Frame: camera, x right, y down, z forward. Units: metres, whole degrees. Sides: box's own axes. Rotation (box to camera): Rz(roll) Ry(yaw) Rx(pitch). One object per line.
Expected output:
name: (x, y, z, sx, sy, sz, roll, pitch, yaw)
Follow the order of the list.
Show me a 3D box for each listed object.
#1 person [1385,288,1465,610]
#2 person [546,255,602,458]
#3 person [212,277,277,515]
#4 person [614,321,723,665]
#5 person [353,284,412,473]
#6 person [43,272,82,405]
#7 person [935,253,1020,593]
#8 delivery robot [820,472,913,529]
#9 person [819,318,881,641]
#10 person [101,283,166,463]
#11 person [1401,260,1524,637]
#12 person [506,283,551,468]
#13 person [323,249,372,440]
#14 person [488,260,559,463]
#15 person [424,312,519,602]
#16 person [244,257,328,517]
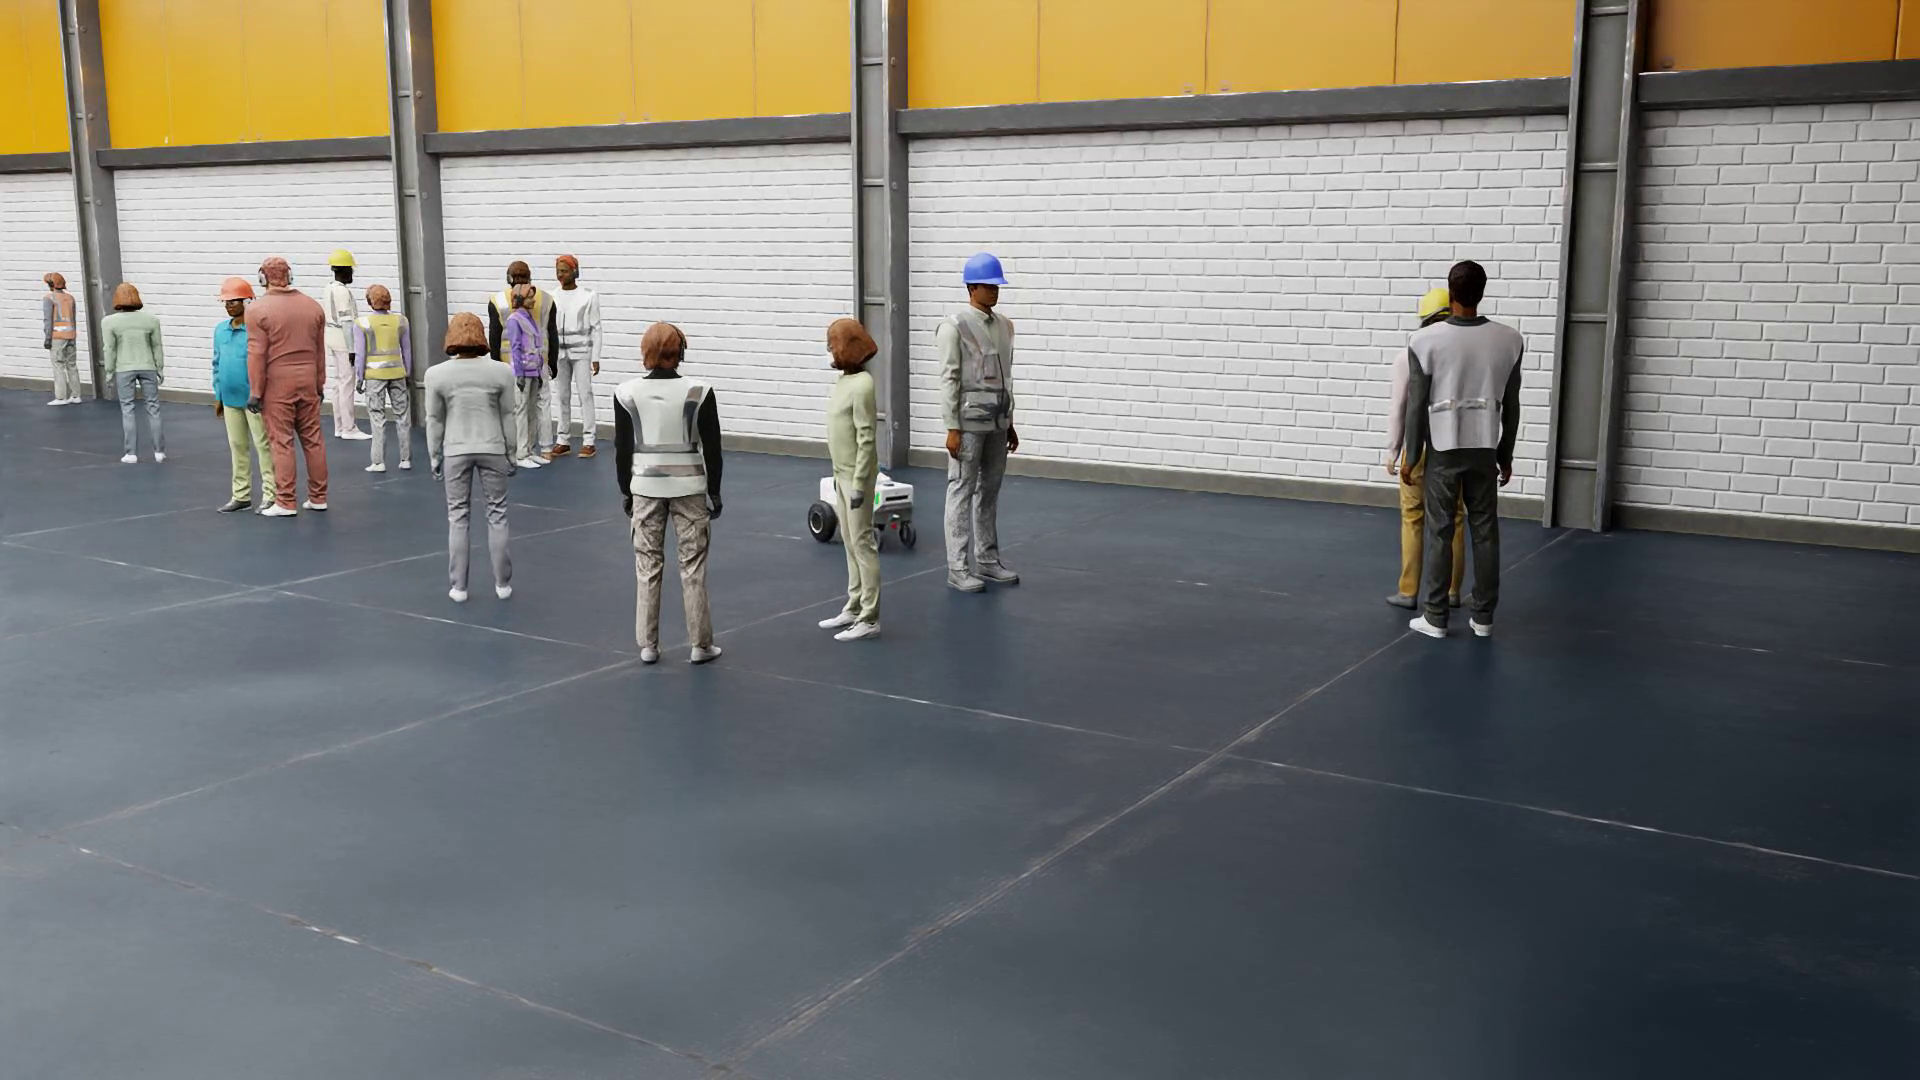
person: (2.600, -0.490, 9.132, 0.533, 1.762, 0.347, -1, 10, -8)
person: (-3.623, -1.703, 15.504, 0.585, 1.880, 0.343, 2, 10, 13)
person: (-5.297, -1.062, 12.312, 0.560, 1.752, 0.324, 3, 11, 16)
person: (-1.379, -0.212, 7.916, 0.513, 1.641, 0.307, 0, 10, 3)
person: (-5.024, -1.403, 14.519, 0.514, 1.641, 0.308, -9, 14, -42)
person: (-11.045, -2.470, 20.458, 0.313, 1.631, 0.526, 2, 10, 9)
person: (0.118, -0.681, 9.663, 0.391, 1.948, 0.605, 9, 13, 40)
delivery robot: (-0.622, -0.290, 11.086, 0.477, 0.478, 0.707, -8, 13, -37)
person: (-0.553, -0.307, 8.464, 0.285, 1.632, 0.498, -3, 11, -17)
person: (-7.521, -1.518, 15.163, 0.498, 1.636, 0.281, -8, 13, -36)
person: (2.545, -0.450, 8.464, 0.590, 1.920, 0.398, 0, 10, -2)
person: (-3.877, -1.465, 14.860, 0.307, 1.641, 0.514, 1, 10, 4)
person: (-6.241, -1.977, 16.904, 0.369, 1.926, 0.587, -7, 12, -33)
person: (-3.965, -1.612, 15.119, 0.633, 1.839, 0.429, -5, 11, -26)
person: (-2.735, -0.463, 9.355, 0.493, 1.625, 0.280, -3, 11, -15)
person: (-4.962, -1.119, 12.225, 0.399, 1.902, 0.643, 6, 12, 32)
